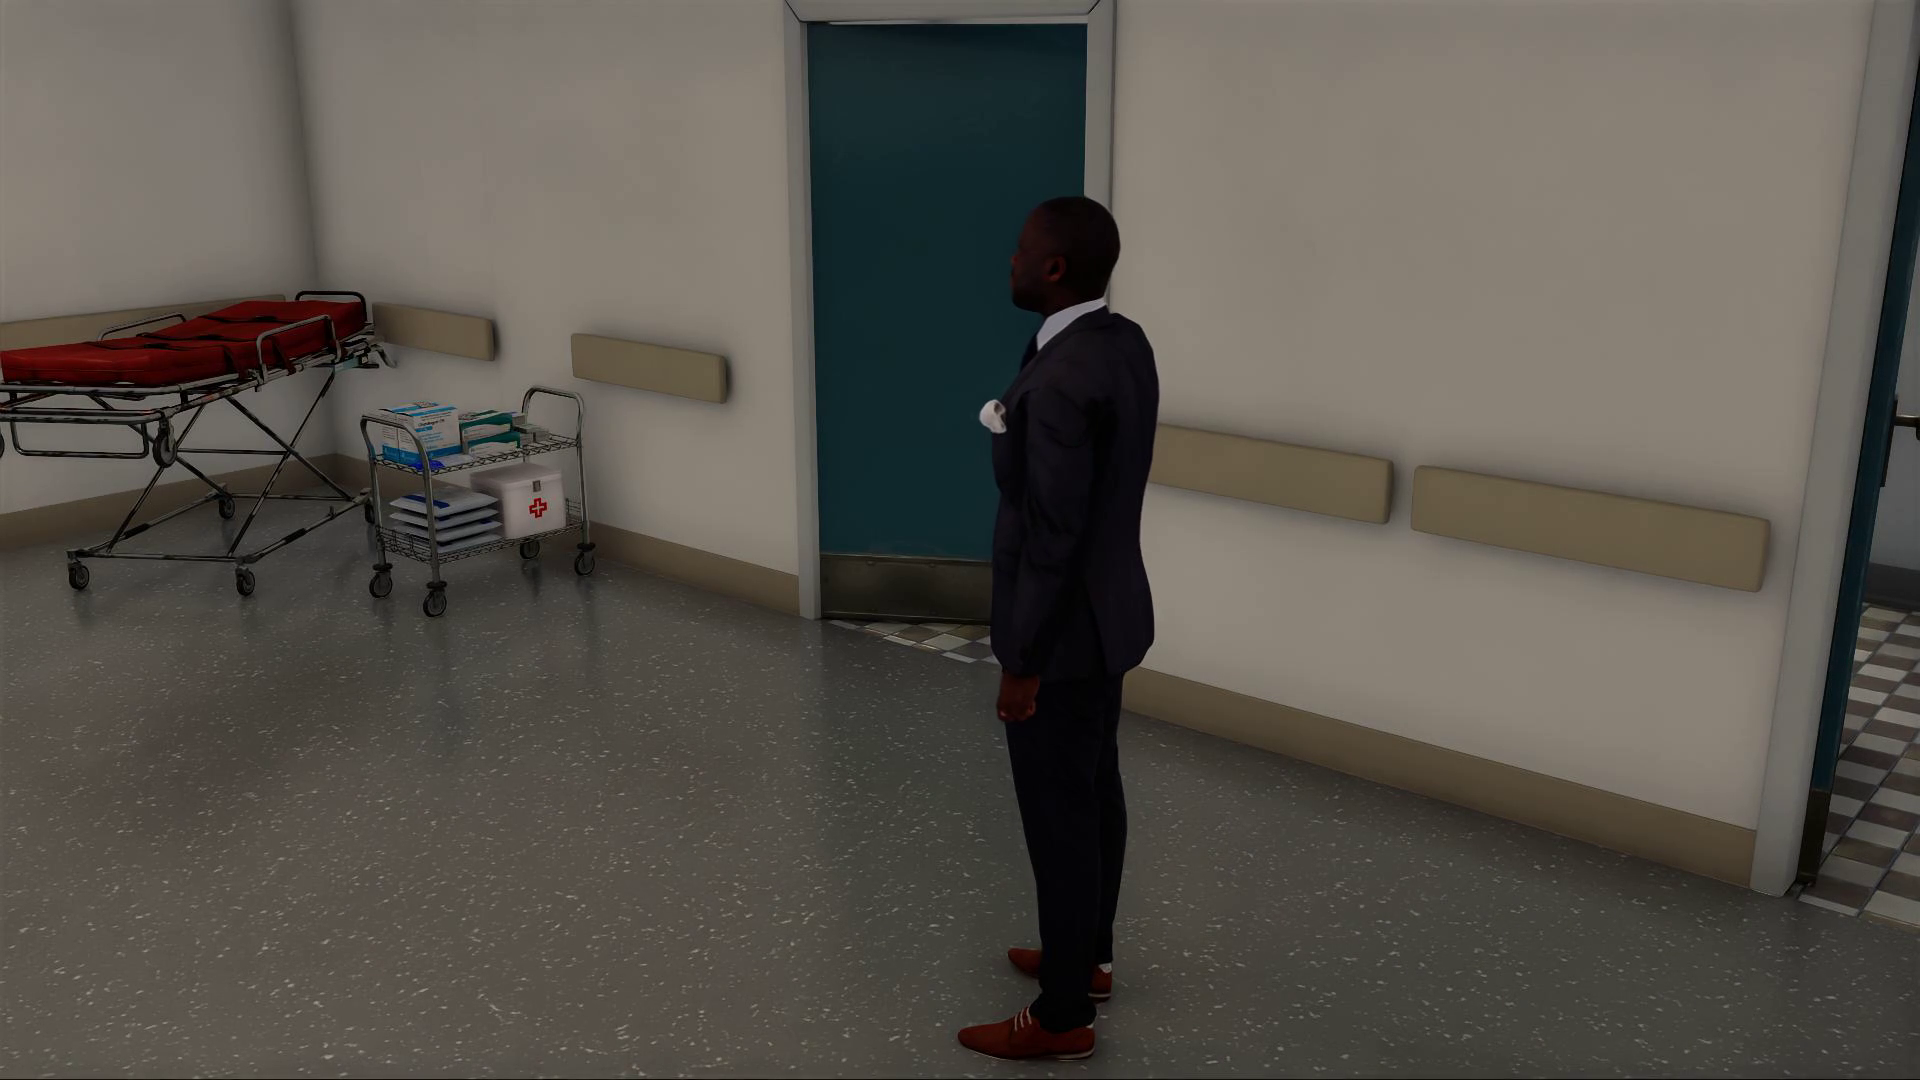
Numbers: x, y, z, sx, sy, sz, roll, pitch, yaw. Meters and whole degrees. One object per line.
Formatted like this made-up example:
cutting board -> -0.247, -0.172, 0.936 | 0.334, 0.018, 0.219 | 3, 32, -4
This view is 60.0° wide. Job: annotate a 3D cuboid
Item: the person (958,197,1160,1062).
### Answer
person -> 0.229, 0.200, 3.487 | 0.728, 1.824, 0.767 | 6, 17, 20
